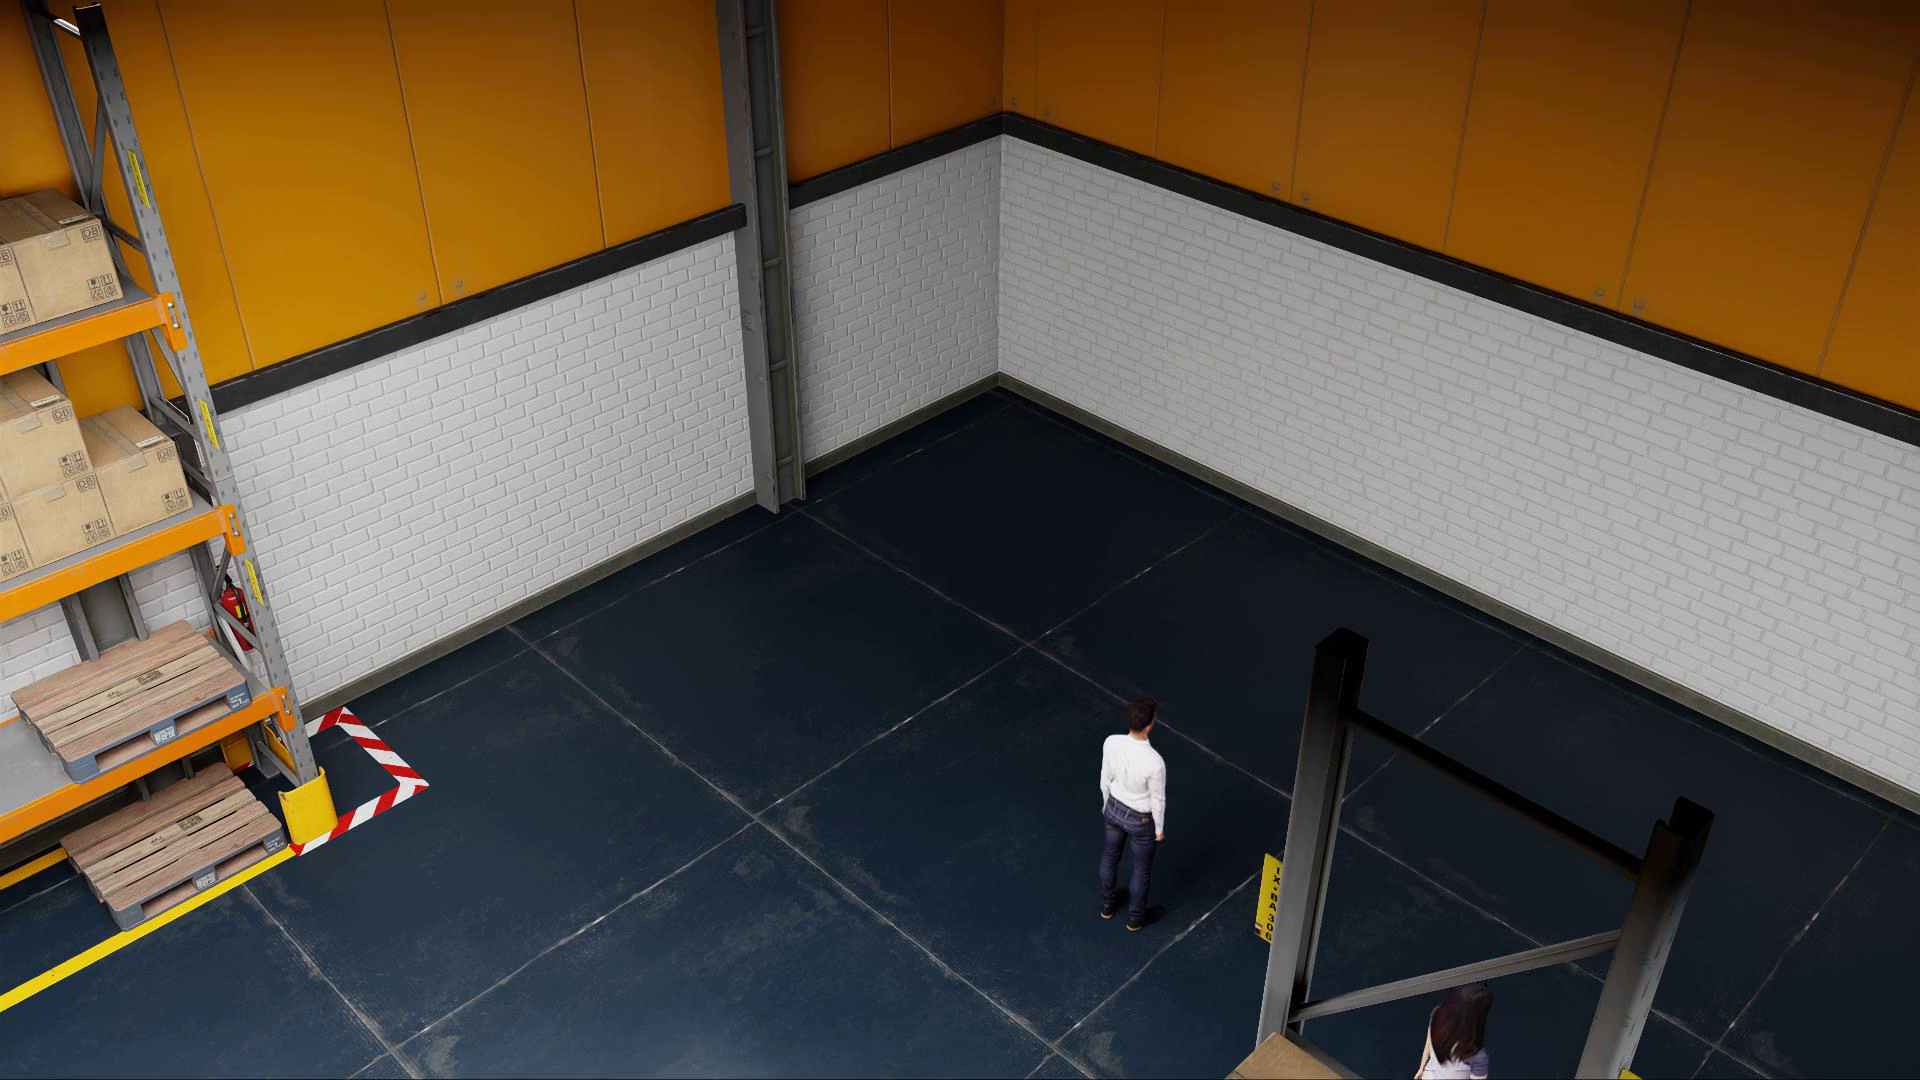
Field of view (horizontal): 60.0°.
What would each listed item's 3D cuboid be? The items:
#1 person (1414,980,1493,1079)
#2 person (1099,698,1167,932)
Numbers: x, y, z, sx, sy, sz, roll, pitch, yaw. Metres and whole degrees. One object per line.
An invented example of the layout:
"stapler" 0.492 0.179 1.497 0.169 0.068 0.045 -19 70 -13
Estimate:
"person" 2.665 3.116 9.288 1.171 1.672 0.903 -11 35 -16
"person" 1.136 1.818 11.064 0.641 1.868 0.591 24 40 31
